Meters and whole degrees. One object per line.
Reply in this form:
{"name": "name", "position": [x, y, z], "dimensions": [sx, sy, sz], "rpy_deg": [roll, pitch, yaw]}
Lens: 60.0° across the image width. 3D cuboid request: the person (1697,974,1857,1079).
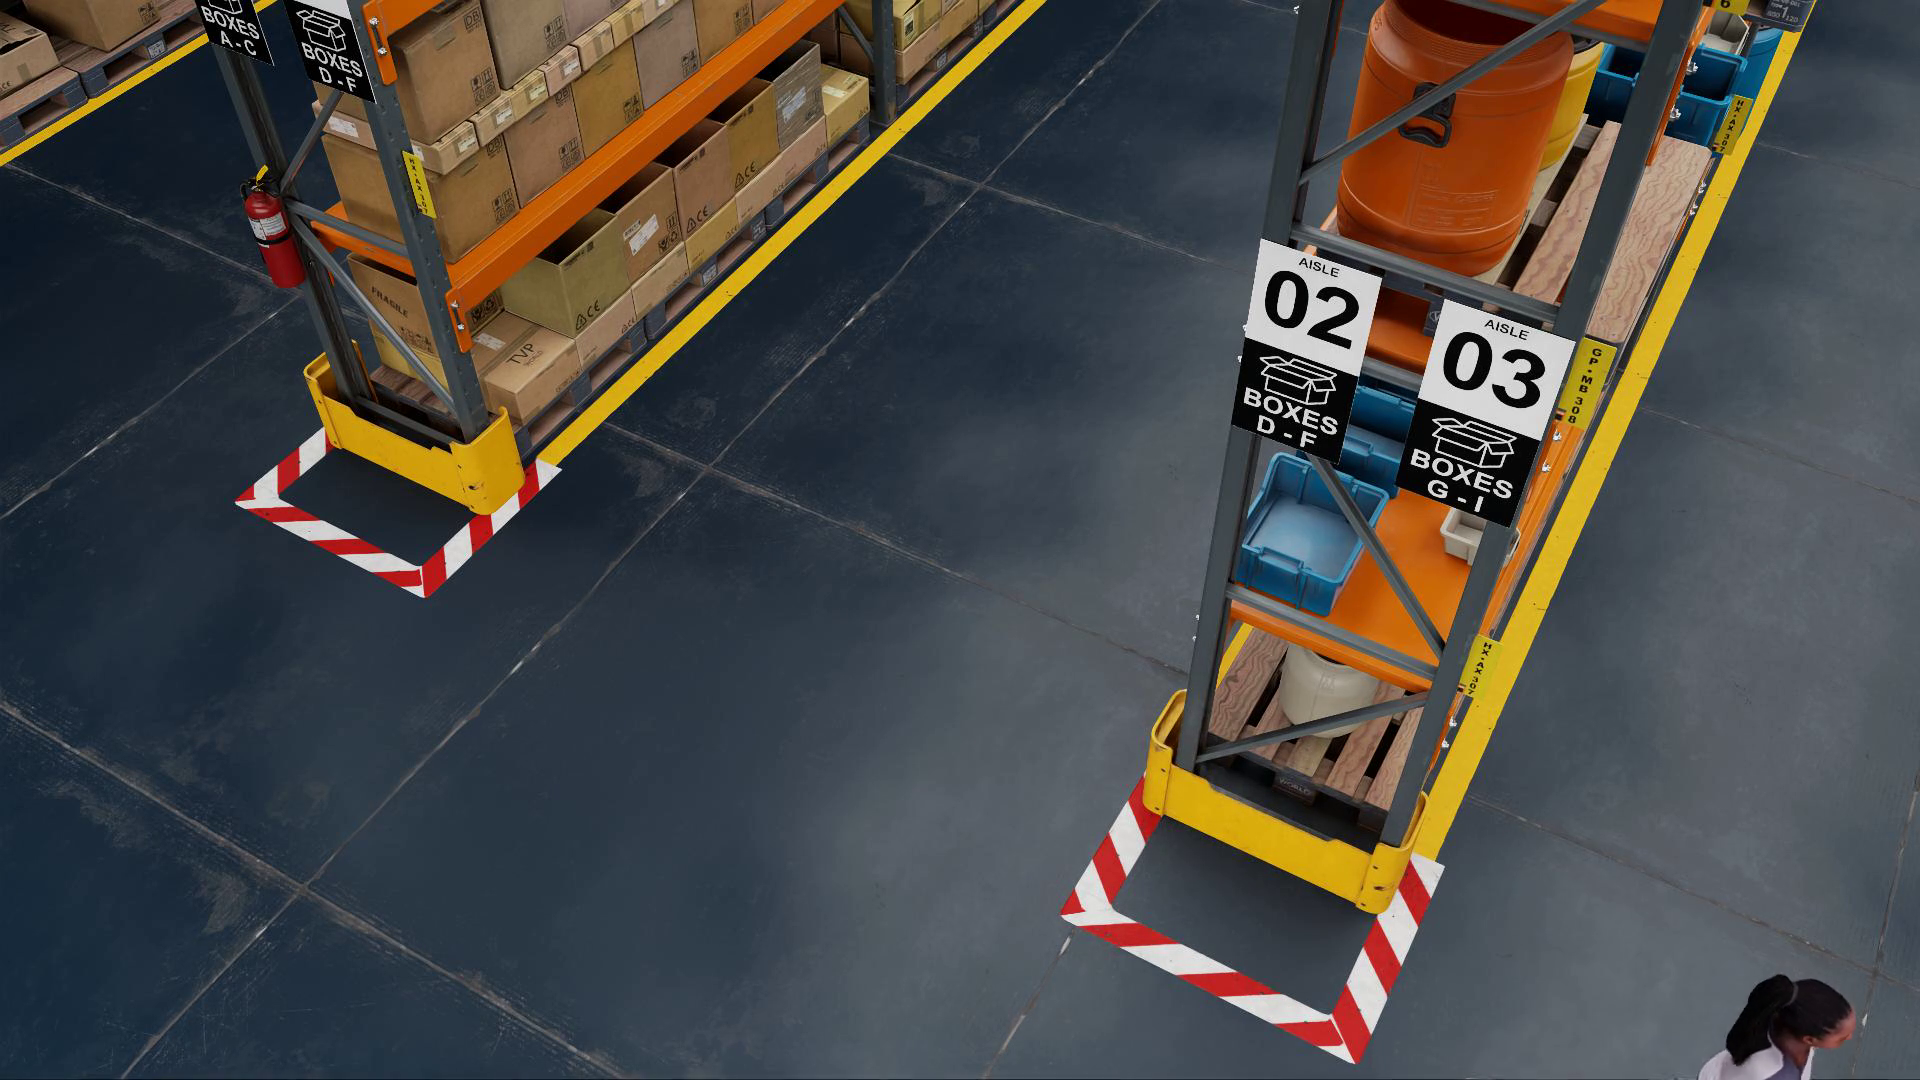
{"name": "person", "position": [2.554, 1.923, 5.692], "dimensions": [0.713, 1.710, 0.617], "rpy_deg": [17, 50, 15]}
